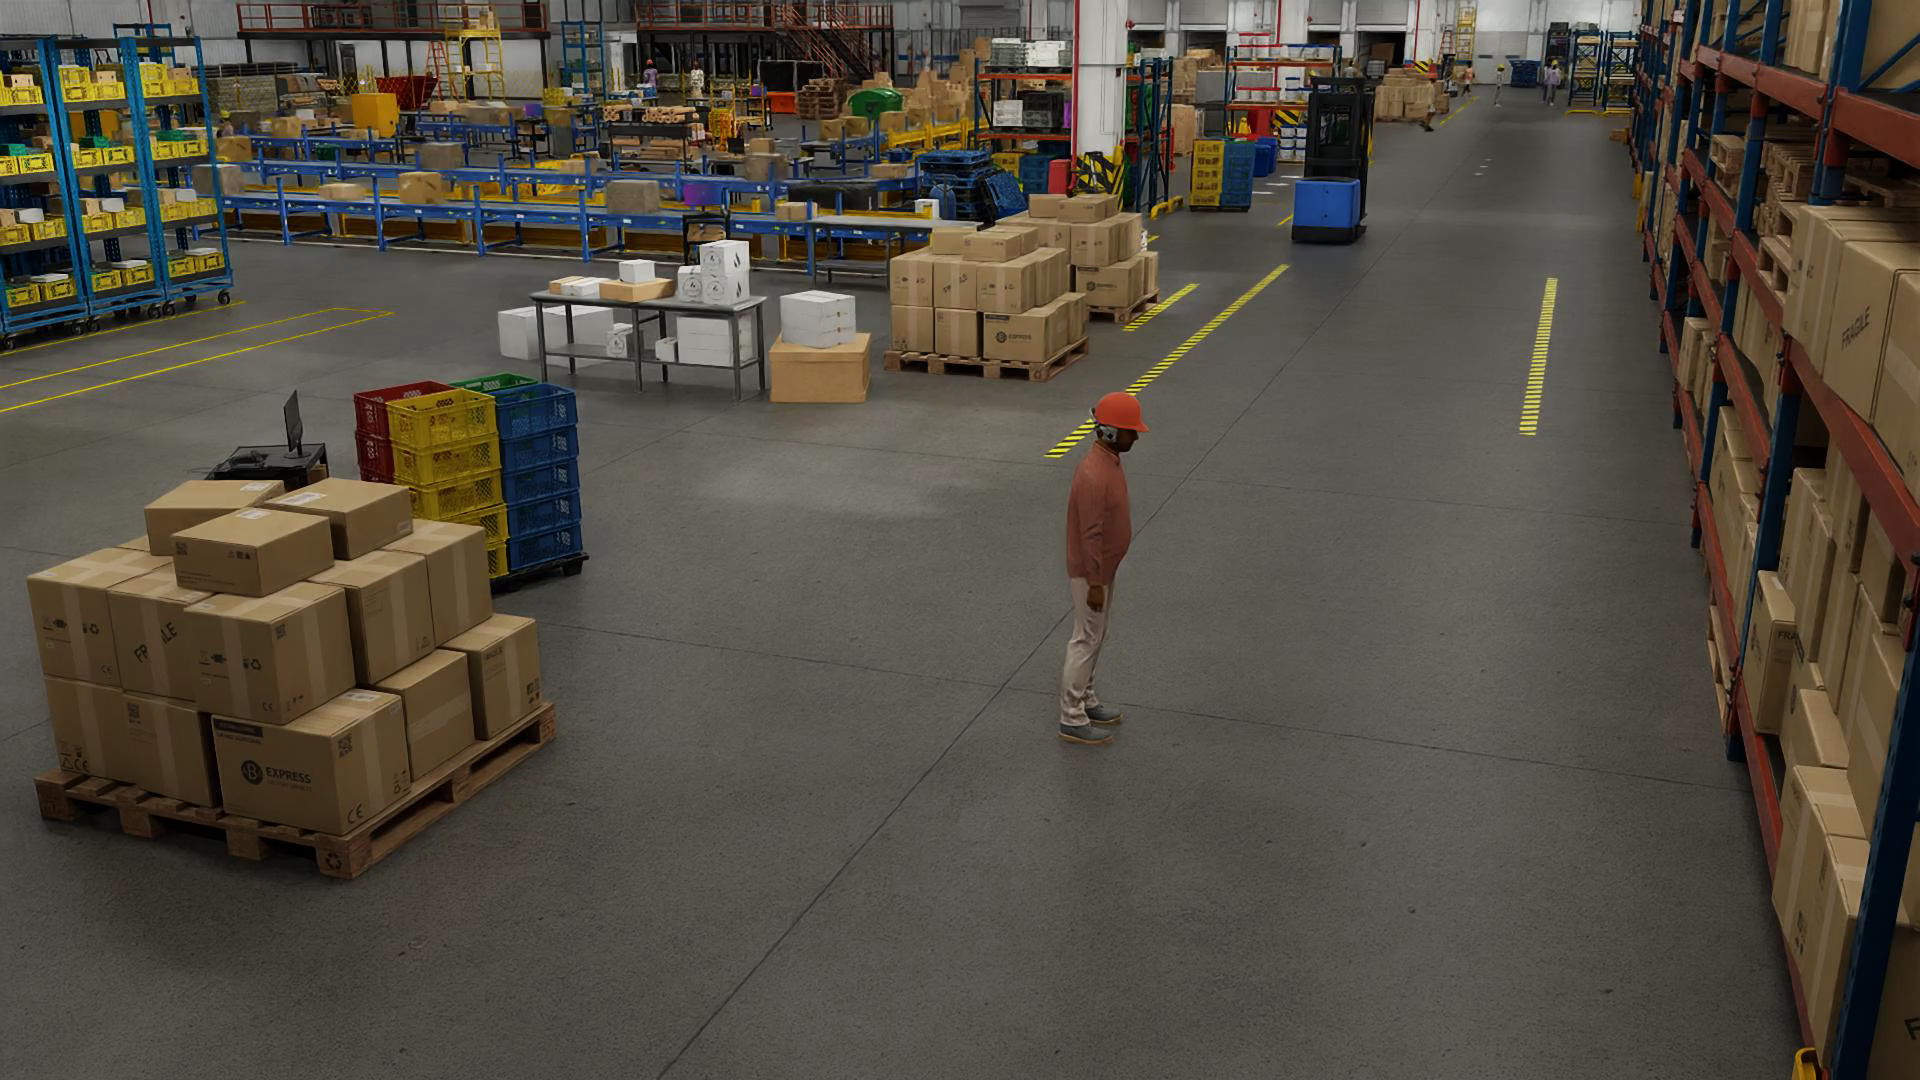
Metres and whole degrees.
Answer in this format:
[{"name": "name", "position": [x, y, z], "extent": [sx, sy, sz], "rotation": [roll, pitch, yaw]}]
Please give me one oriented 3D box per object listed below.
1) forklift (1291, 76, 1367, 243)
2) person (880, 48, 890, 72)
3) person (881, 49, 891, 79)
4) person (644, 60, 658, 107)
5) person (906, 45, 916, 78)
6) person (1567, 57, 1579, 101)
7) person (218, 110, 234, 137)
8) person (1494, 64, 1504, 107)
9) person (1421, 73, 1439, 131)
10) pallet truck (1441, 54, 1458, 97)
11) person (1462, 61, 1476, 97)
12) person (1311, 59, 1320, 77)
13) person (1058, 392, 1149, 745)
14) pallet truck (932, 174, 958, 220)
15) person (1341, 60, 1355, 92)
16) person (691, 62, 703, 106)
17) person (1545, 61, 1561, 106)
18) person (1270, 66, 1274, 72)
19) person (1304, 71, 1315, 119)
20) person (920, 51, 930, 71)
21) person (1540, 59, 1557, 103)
[{"name": "forklift", "position": [6.598, -6.755, 29.381], "extent": [1.129, 2.768, 1.873], "rotation": [6, 19, 19]}, {"name": "person", "position": [-4.395, -27.810, 97.247], "extent": [0.639, 1.829, 0.629], "rotation": [-6, 19, -19]}, {"name": "person", "position": [-4.492, -28.337, 98.821], "extent": [0.972, 1.876, 0.603], "rotation": [8, 20, 25]}, {"name": "person", "position": [-12.410, -18.226, 66.779], "extent": [0.605, 2.045, 0.378], "rotation": [-17, 24, -42]}, {"name": "person", "position": [-2.992, -29.038, 100.927], "extent": [0.710, 1.944, 0.400], "rotation": [13, 22, 36]}, {"name": "person", "position": [27.613, -20.716, 74.791], "extent": [0.440, 1.925, 0.647], "rotation": [1, 18, 5]}, {"name": "person", "position": [-16.560, -8.828, 37.702], "extent": [0.314, 1.769, 0.524], "rotation": [-11, 21, -31]}, {"name": "person", "position": [22.929, -19.302, 70.650], "extent": [0.295, 1.743, 0.493], "rotation": [8, 19, 23]}, {"name": "person", "position": [15.890, -14.758, 56.069], "extent": [0.394, 1.927, 0.565], "rotation": [6, 19, 18]}, {"name": "pallet truck", "position": [22.765, -21.886, 78.355], "extent": [0.823, 1.965, 1.885], "rotation": [-4, 18, -14]}, {"name": "person", "position": [23.987, -21.727, 78.424], "extent": [0.547, 1.637, 0.923], "rotation": [-7, 19, -22]}, {"name": "person", "position": [17.326, -22.740, 81.384], "extent": [0.974, 1.792, 0.628], "rotation": [7, 19, 22]}, {"name": "person", "position": [0.795, 0.155, 9.149], "extent": [0.434, 1.976, 0.613], "rotation": [5, 18, 15]}, {"name": "pallet truck", "position": [-0.507, -5.292, 27.348], "extent": [0.653, 1.274, 1.630], "rotation": [6, 19, 19]}, {"name": "person", "position": [17.047, -20.089, 72.954], "extent": [0.594, 1.864, 0.340], "rotation": [7, 19, 21]}, {"name": "person", "position": [-10.925, -18.870, 69.059], "extent": [0.572, 1.887, 0.356], "rotation": [7, 19, 21]}, {"name": "person", "position": [25.420, -19.590, 71.337], "extent": [0.592, 1.883, 0.961], "rotation": [5, 18, 16]}, {"name": "person", "position": [14.239, -20.761, 75.039], "extent": [0.631, 1.883, 1.074], "rotation": [-14, 22, -37]}, {"name": "person", "position": [13.253, -16.827, 62.839], "extent": [0.327, 1.765, 0.531], "rotation": [13, 22, 35]}, {"name": "person", "position": [-1.832, -24.933, 88.079], "extent": [0.549, 1.913, 0.798], "rotation": [3, 18, 11]}, {"name": "person", "position": [25.920, -20.204, 73.203], "extent": [0.372, 1.914, 0.597], "rotation": [-15, 23, -38]}]
